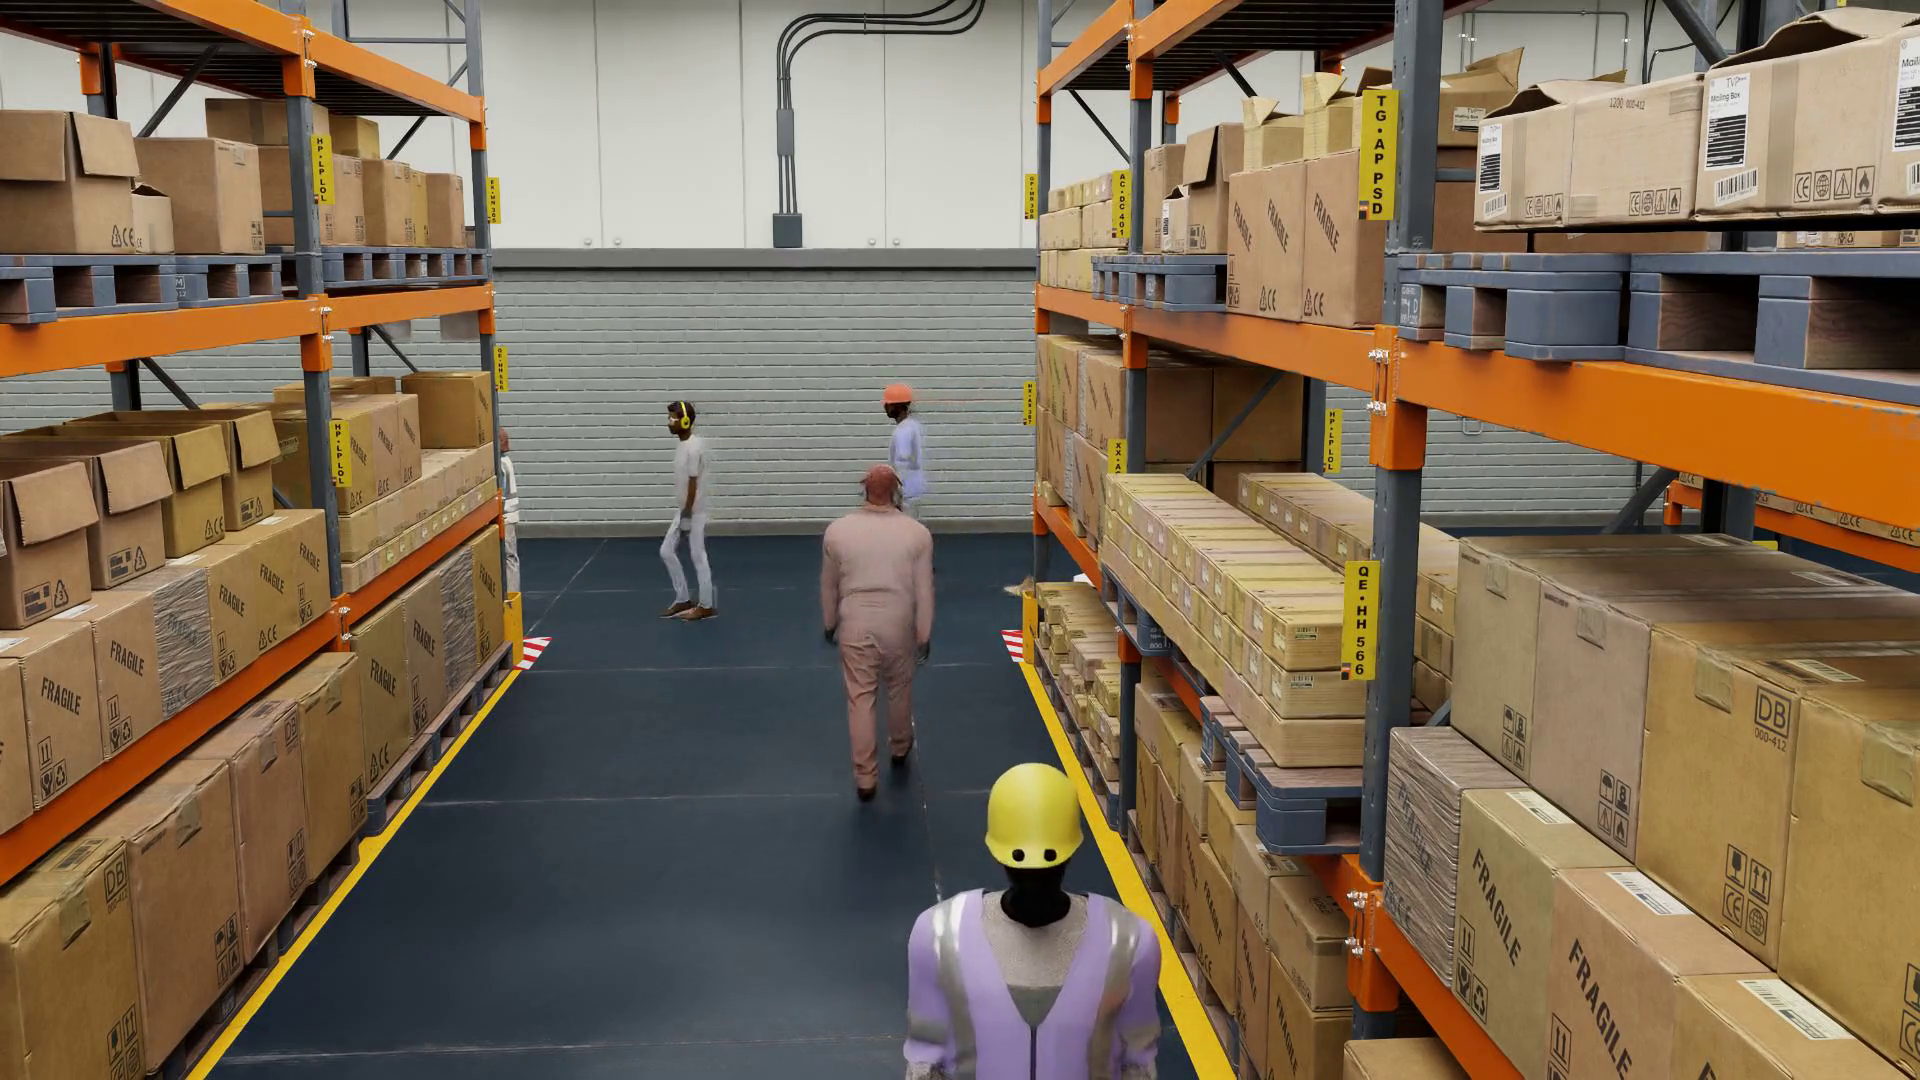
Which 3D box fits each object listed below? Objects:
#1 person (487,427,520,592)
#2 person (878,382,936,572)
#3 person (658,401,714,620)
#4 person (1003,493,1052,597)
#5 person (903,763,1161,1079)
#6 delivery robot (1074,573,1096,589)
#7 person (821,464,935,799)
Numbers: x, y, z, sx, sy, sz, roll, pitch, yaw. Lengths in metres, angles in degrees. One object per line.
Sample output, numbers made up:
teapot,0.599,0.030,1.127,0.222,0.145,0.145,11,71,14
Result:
person,-3.850,-0.142,13.953,0.315,1.641,0.514,-2,10,-9
person,-0.524,-0.456,14.965,0.418,1.925,0.572,1,10,4
person,-2.332,-0.228,13.835,0.604,1.849,0.563,-4,11,-24
person,0.934,-0.452,14.805,1.025,1.982,0.630,1,10,3
person,0.161,1.437,3.815,0.590,1.924,0.379,0,10,1
delivery robot,1.283,0.413,13.606,0.707,0.478,0.477,7,12,37
person,-0.470,0.489,9.595,0.663,1.854,0.986,0,10,2
